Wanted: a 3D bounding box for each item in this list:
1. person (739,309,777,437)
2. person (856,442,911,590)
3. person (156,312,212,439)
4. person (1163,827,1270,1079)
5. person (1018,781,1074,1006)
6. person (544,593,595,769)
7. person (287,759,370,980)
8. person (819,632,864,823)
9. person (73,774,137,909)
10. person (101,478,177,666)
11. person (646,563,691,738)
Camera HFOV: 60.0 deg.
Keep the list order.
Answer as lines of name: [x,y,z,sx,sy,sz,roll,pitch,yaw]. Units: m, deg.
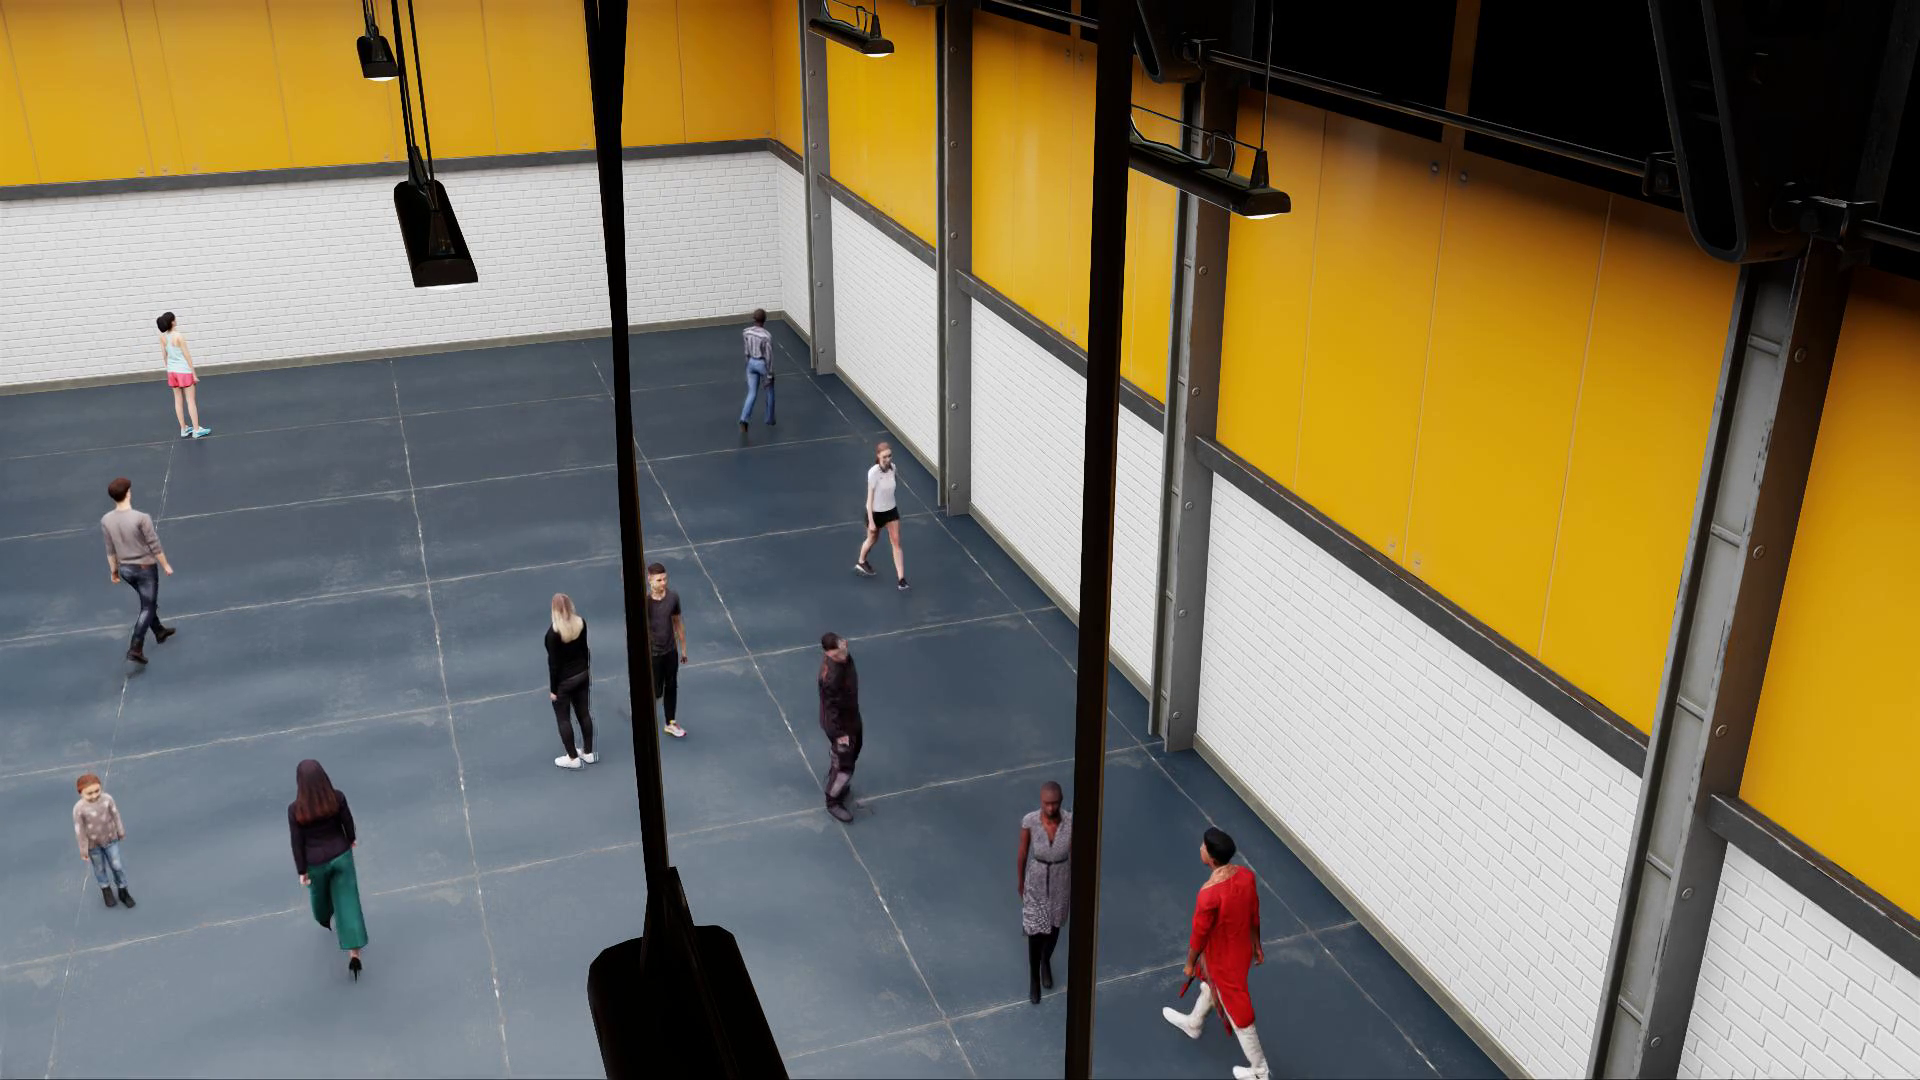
person: [-2.798,-2.263,22.808,1.079,1.762,1.188,8,25,18]
person: [-0.908,-0.295,18.399,0.886,1.689,1.253,-20,31,-38]
person: [-10.703,-2.280,22.844,0.707,1.765,0.751,7,24,15]
person: [1.871,2.831,11.092,1.034,1.813,1.293,-22,32,-40]
person: [0.640,2.461,11.991,0.707,1.772,0.796,-3,24,-7]
person: [-3.452,1.269,14.826,0.724,1.683,0.708,16,28,32]
person: [-4.590,2.429,12.167,0.664,1.687,1.117,-11,26,-23]
person: [-1.010,1.531,14.081,0.981,1.800,0.766,-2,24,-4]
person: [-6.759,2.322,13.042,0.575,1.182,0.639,-16,28,-32]
person: [-8.289,0.347,16.704,1.064,1.870,1.297,3,24,8]
person: [-2.816,1.001,15.353,0.761,1.753,0.806,-20,30,-37]
